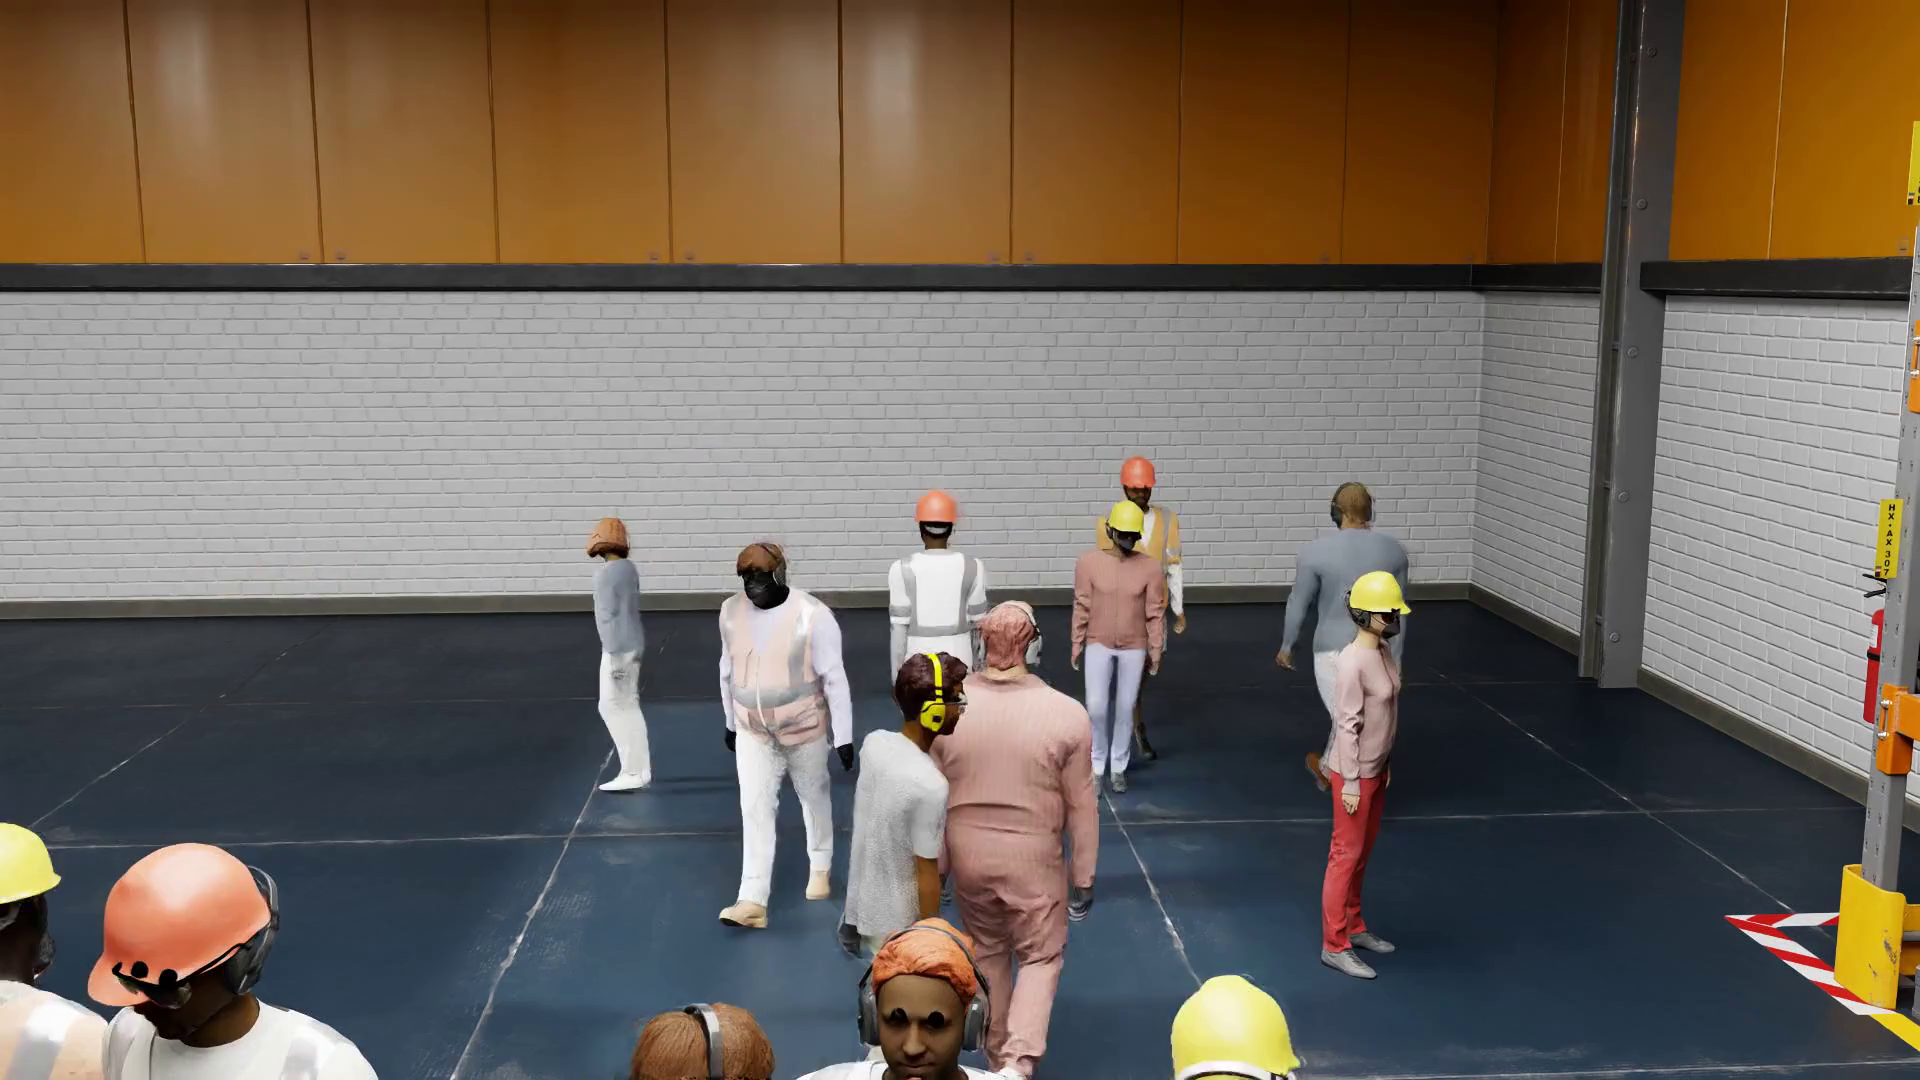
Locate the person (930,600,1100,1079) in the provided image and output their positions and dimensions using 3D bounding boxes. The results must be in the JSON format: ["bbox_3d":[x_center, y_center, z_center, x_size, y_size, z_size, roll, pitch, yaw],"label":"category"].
[{"bbox_3d":[0.166,1.161,5.946,0.649,1.883,0.749,3,9,16],"label":"person"}]

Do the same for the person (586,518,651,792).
[{"bbox_3d":[-2.022,0.669,9.890,0.410,1.597,0.537,2,9,13],"label":"person"}]

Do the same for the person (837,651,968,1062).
[{"bbox_3d":[-0.208,1.263,5.416,0.448,1.837,0.542,-4,10,-25],"label":"person"}]

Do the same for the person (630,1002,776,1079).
[{"bbox_3d":[-0.501,1.684,2.938,0.783,1.797,0.644,-5,10,-27],"label":"person"}]

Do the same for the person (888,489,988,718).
[{"bbox_3d":[-0.108,0.672,9.023,0.552,1.891,1.035,-1,9,-8],"label":"person"}]

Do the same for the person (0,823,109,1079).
[{"bbox_3d":[-2.058,1.543,3.604,0.600,1.874,0.947,2,9,15],"label":"person"}]

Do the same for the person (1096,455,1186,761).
[{"bbox_3d":[1.133,0.387,10.713,0.542,1.909,0.926,-2,9,-14],"label":"person"}]

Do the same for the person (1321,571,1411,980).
[{"bbox_3d":[1.783,1.005,7.263,0.317,1.767,0.534,5,10,29],"label":"person"}]

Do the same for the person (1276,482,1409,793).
[{"bbox_3d":[2.143,0.611,9.353,0.648,1.883,1.011,-2,9,-15],"label":"person"}]

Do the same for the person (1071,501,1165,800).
[{"bbox_3d":[0.916,0.638,9.619,0.538,1.740,0.565,0,9,0],"label":"person"}]

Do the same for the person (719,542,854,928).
[{"bbox_3d":[-0.837,0.904,7.812,0.748,1.781,0.950,3,10,18],"label":"person"}]

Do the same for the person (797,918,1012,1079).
[{"bbox_3d":[-0.071,1.613,3.081,0.575,1.884,0.355,1,9,8],"label":"person"}]

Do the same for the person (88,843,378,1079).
[{"bbox_3d":[-1.364,1.535,3.104,0.605,2.033,0.391,3,10,19],"label":"person"}]

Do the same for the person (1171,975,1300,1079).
[{"bbox_3d":[0.451,1.678,2.933,0.443,1.802,0.625,-2,9,-14],"label":"person"}]
